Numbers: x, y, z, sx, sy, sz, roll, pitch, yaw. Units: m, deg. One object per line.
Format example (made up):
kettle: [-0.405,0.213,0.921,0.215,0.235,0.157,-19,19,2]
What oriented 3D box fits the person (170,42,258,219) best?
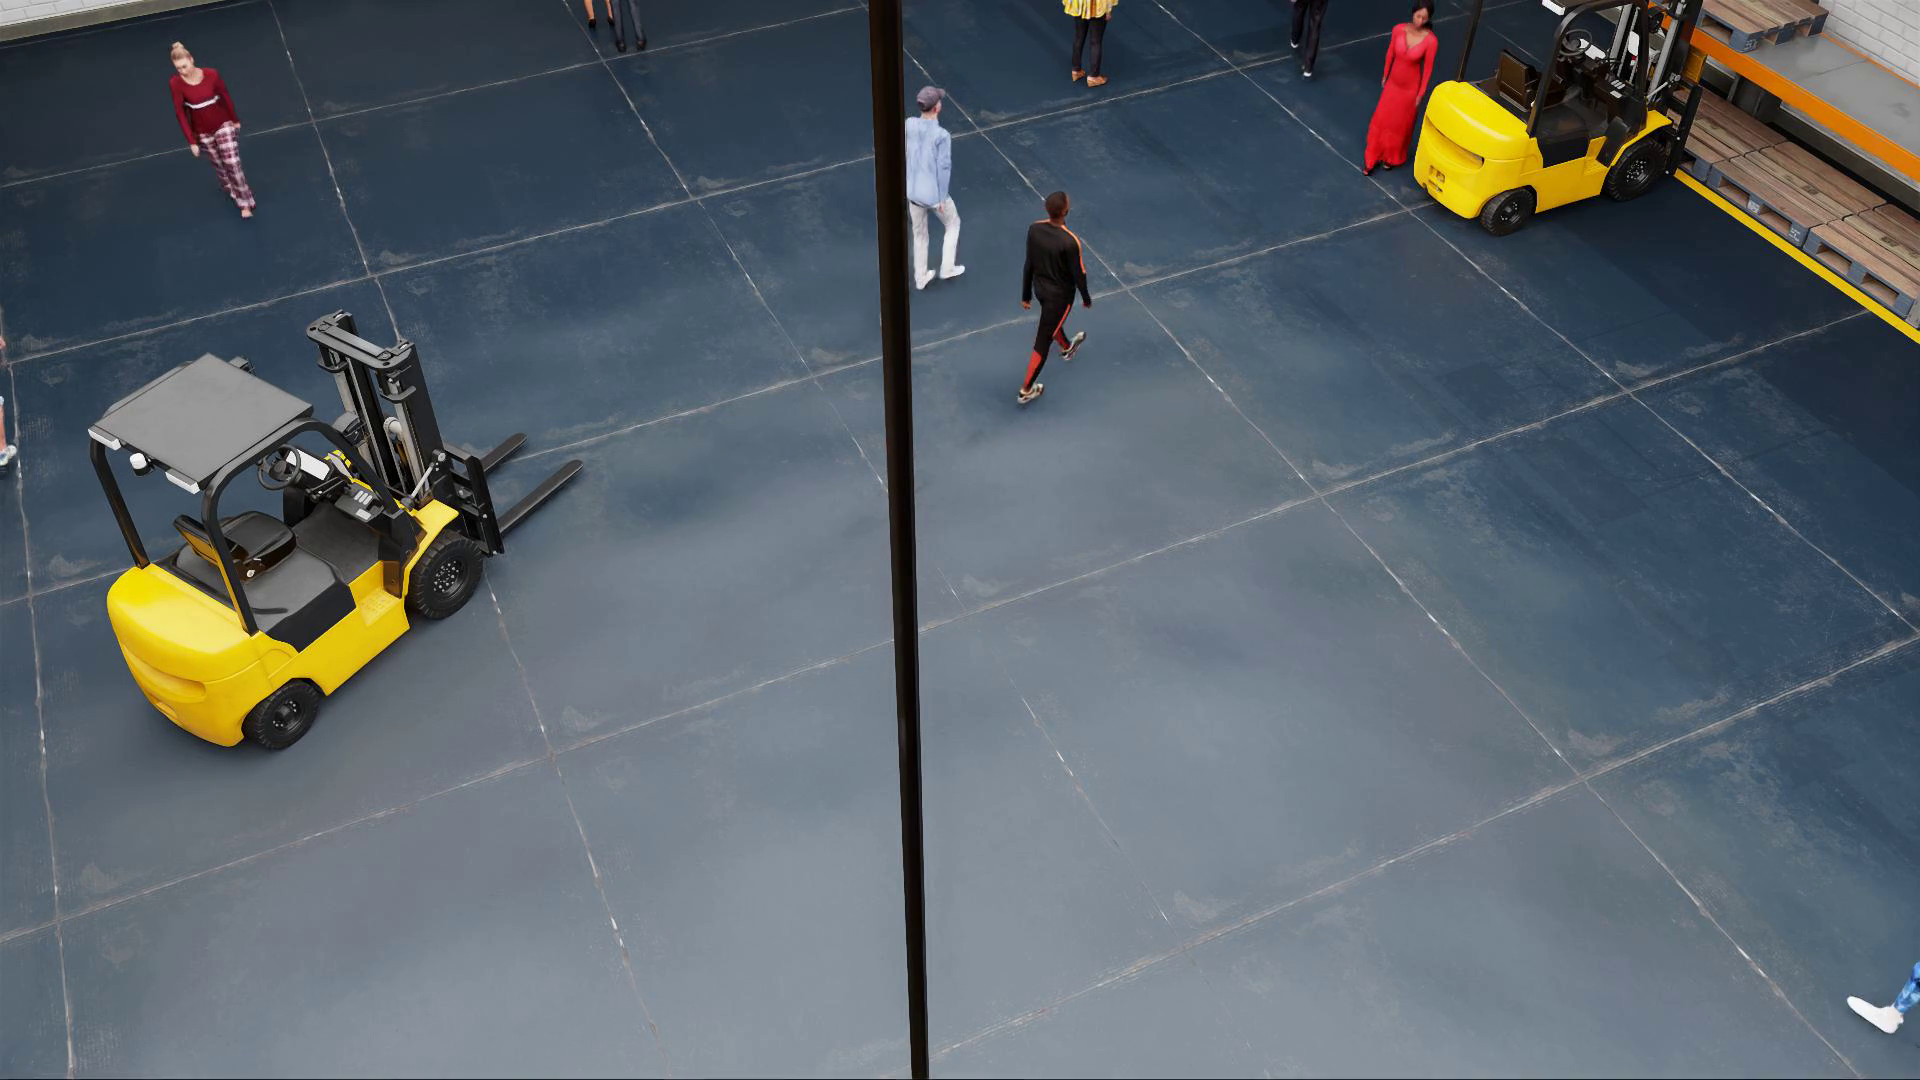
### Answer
person: [-6.766,-3.769,15.049,0.642,1.670,0.916,-24,48,-23]

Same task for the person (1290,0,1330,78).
person: [3.607,-5.574,16.927,0.998,1.693,1.239,3,44,3]

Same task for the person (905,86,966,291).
person: [-0.313,-2.912,14.002,0.809,1.873,0.877,21,48,21]

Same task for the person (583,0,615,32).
person: [-3.914,-6.221,17.618,0.590,1.677,0.535,-8,44,-8]

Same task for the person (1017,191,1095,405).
person: [0.671,-1.851,12.975,1.232,1.753,1.050,30,51,28]

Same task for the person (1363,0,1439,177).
person: [4.178,-4.232,15.476,0.861,1.762,0.893,25,49,24]

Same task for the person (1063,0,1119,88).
person: [1.311,-5.374,16.744,0.826,1.655,0.902,31,52,29]

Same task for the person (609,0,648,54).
person: [-3.545,-5.934,17.243,0.697,1.778,0.616,-7,44,-7]
